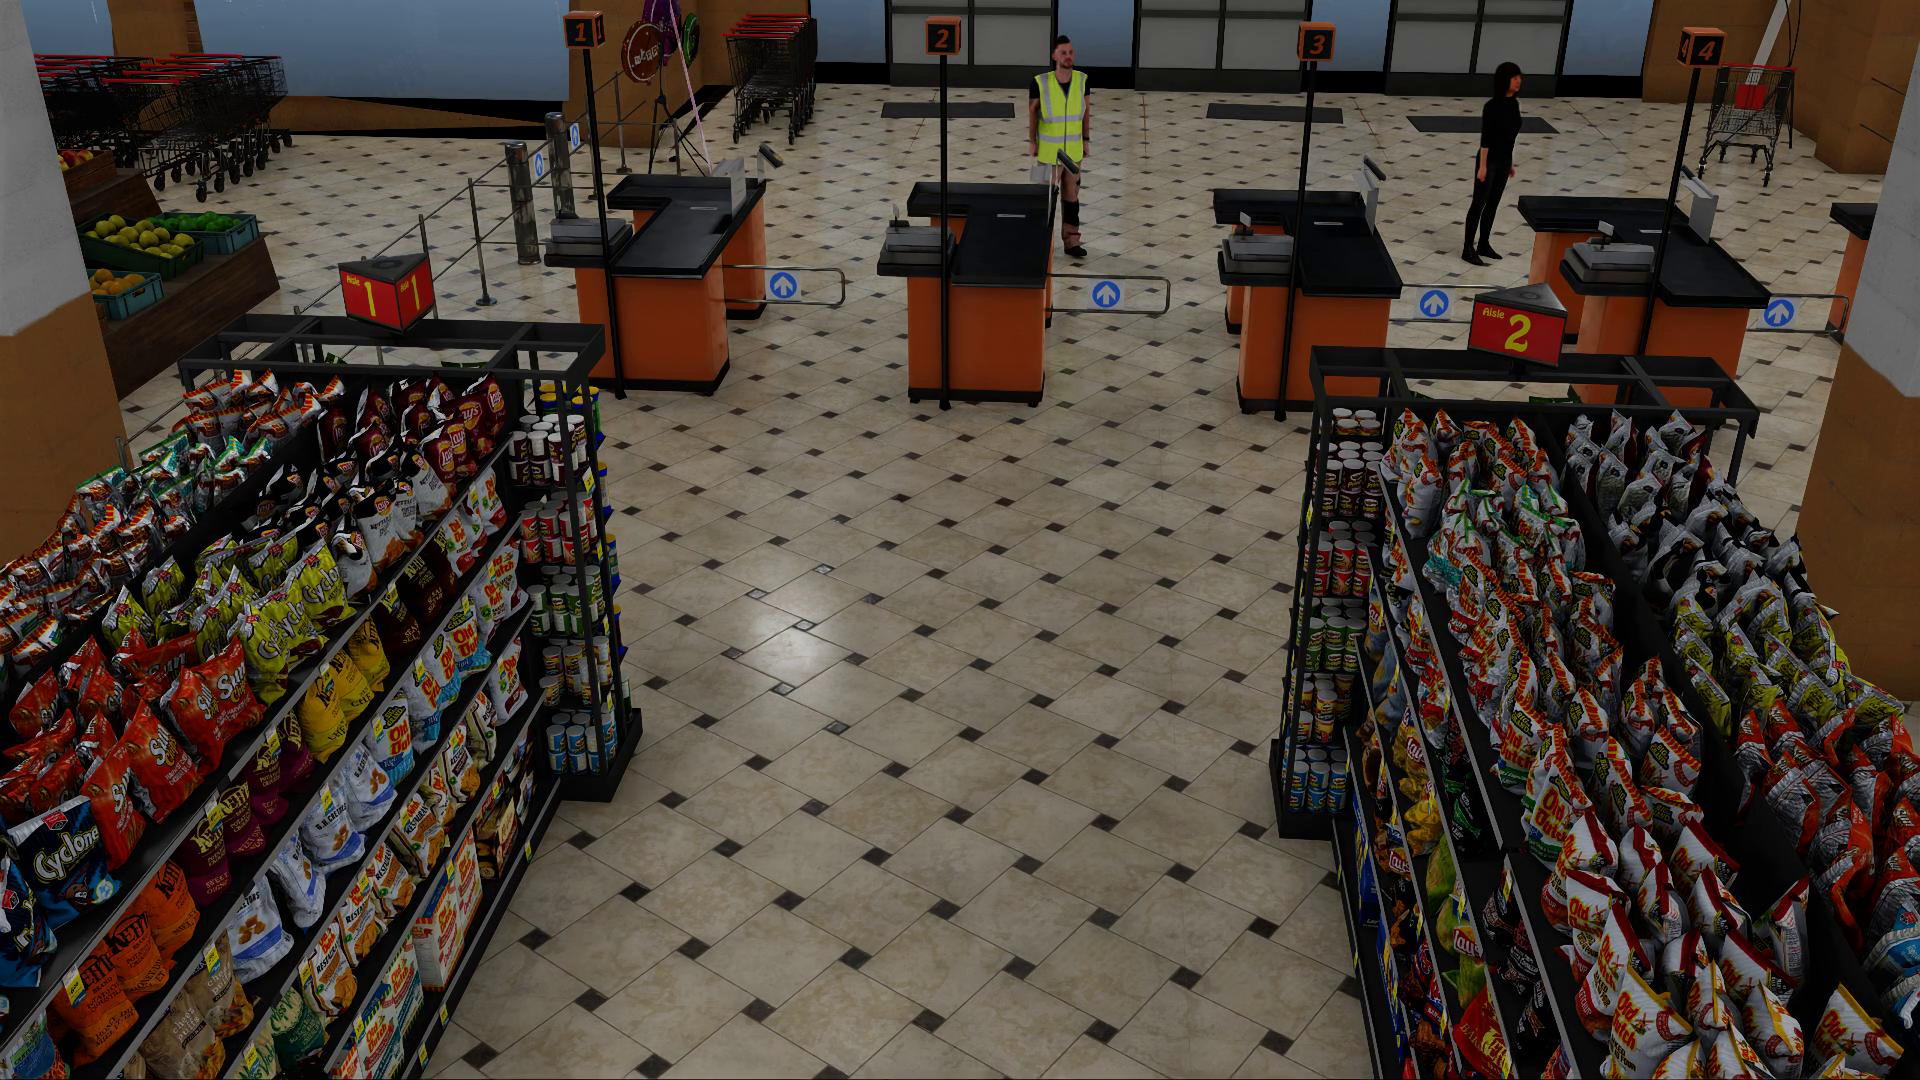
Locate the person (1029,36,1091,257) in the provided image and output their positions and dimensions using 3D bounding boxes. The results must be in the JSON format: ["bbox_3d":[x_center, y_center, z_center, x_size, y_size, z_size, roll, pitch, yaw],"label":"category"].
[{"bbox_3d":[0.841,-3.265,13.871,0.814,1.846,0.838,-8,28,-15],"label":"person"}]

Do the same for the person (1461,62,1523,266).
[{"bbox_3d":[4.442,-3.145,13.863,0.653,1.640,0.695,-18,32,-31],"label":"person"}]
